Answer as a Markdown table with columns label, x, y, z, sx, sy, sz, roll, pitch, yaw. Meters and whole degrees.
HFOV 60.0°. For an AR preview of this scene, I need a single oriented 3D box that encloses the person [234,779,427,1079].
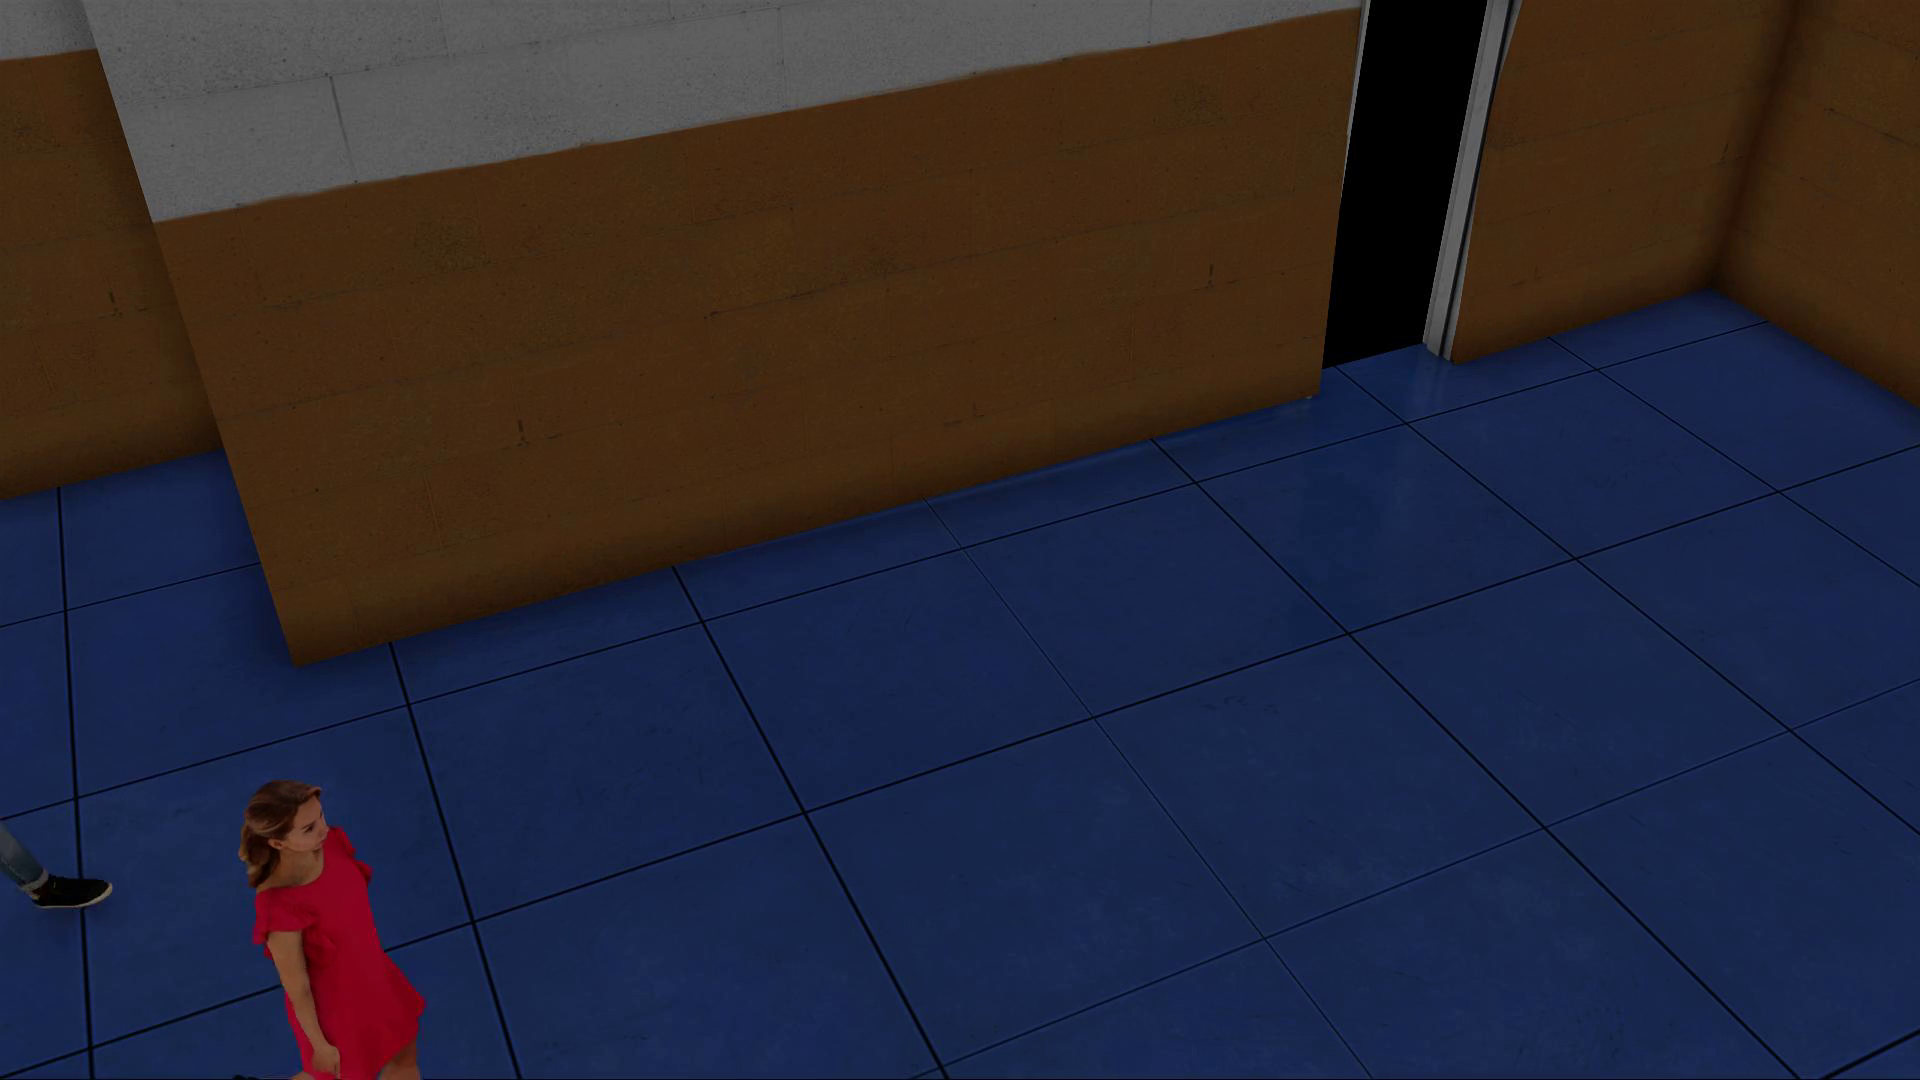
| label | x | y | z | sx | sy | sz | roll | pitch | yaw |
| --- | --- | --- | --- | --- | --- | --- | --- | --- | --- |
| person | -1.945 | 1.350 | 4.979 | 0.939 | 1.704 | 0.971 | 4 | 37 | 6 |
